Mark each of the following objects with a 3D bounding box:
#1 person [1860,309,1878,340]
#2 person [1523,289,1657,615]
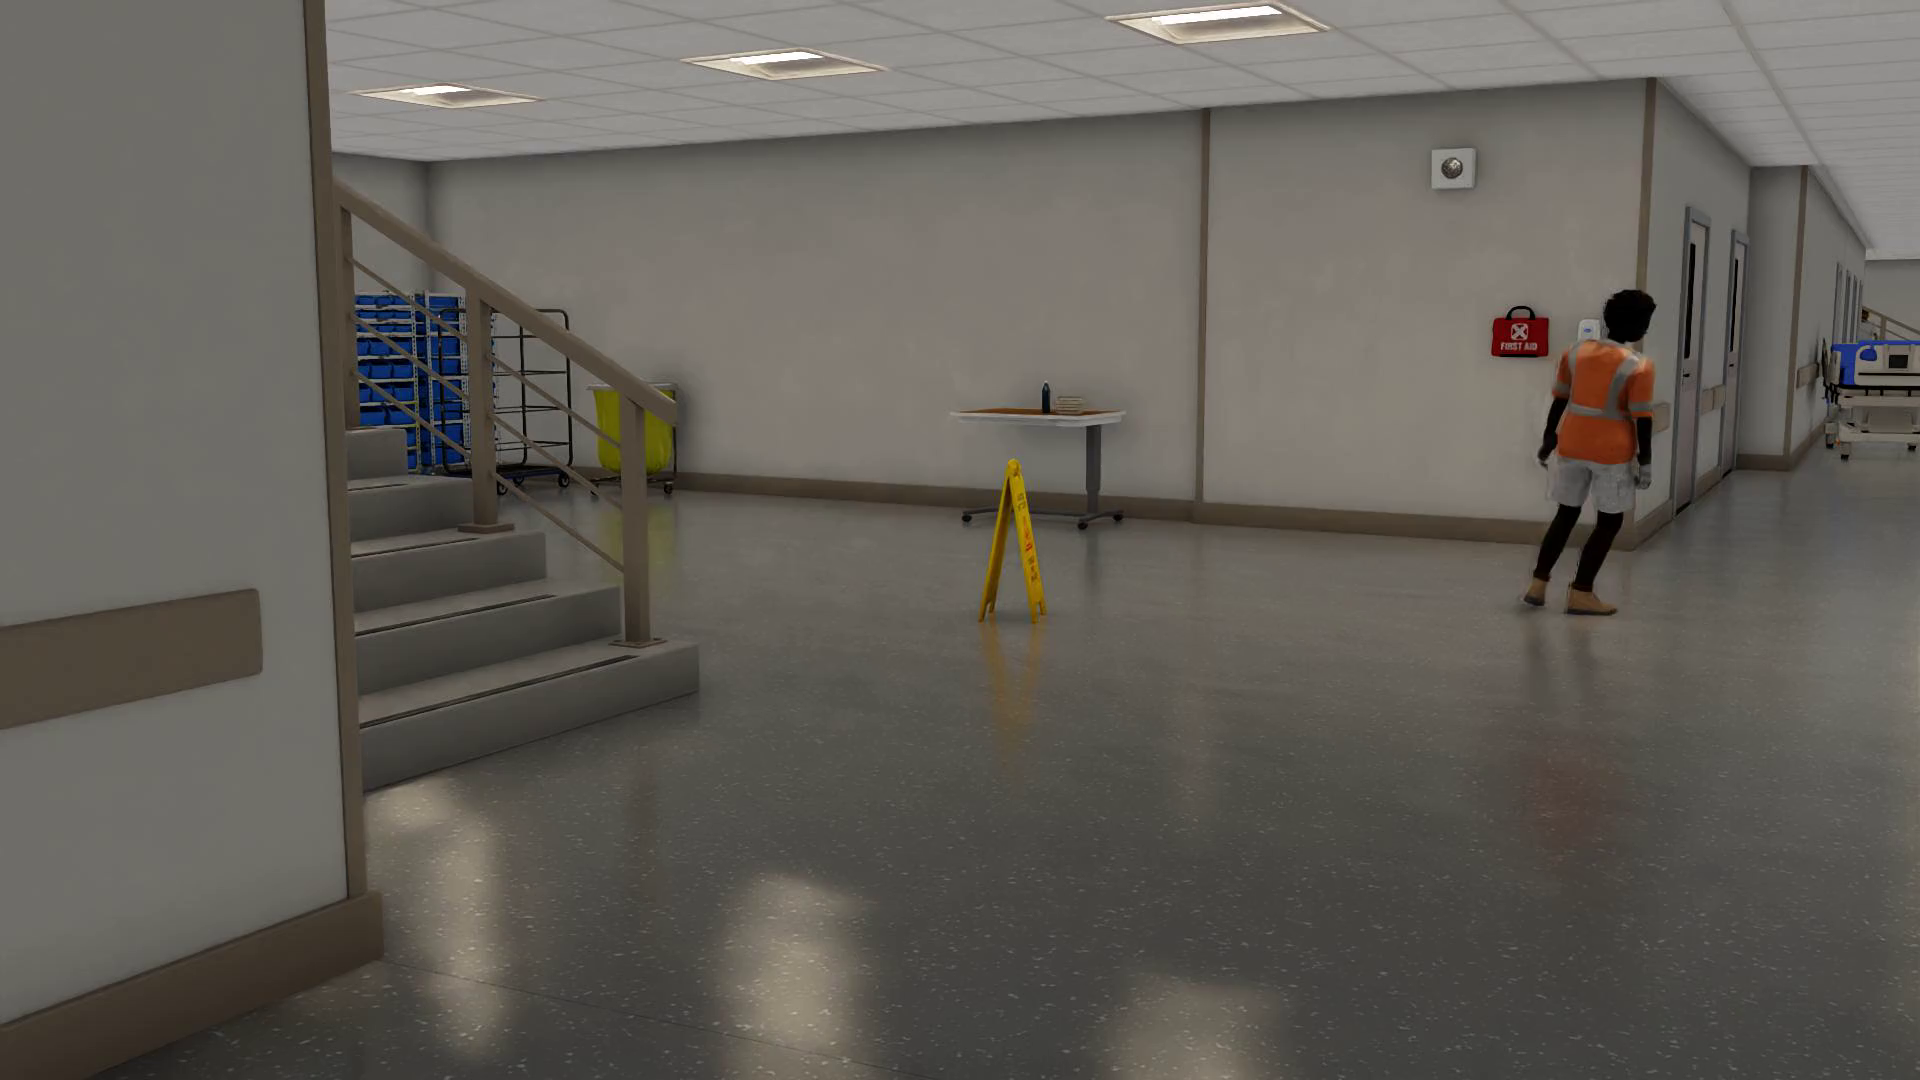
[{"bbox_3d":[20.541,-4.330,37.751,0.536,1.814,0.979,3,8,23],"label":"person"},{"bbox_3d":[3.186,-0.428,8.353,0.343,1.646,0.641,-5,9,-32],"label":"person"}]
